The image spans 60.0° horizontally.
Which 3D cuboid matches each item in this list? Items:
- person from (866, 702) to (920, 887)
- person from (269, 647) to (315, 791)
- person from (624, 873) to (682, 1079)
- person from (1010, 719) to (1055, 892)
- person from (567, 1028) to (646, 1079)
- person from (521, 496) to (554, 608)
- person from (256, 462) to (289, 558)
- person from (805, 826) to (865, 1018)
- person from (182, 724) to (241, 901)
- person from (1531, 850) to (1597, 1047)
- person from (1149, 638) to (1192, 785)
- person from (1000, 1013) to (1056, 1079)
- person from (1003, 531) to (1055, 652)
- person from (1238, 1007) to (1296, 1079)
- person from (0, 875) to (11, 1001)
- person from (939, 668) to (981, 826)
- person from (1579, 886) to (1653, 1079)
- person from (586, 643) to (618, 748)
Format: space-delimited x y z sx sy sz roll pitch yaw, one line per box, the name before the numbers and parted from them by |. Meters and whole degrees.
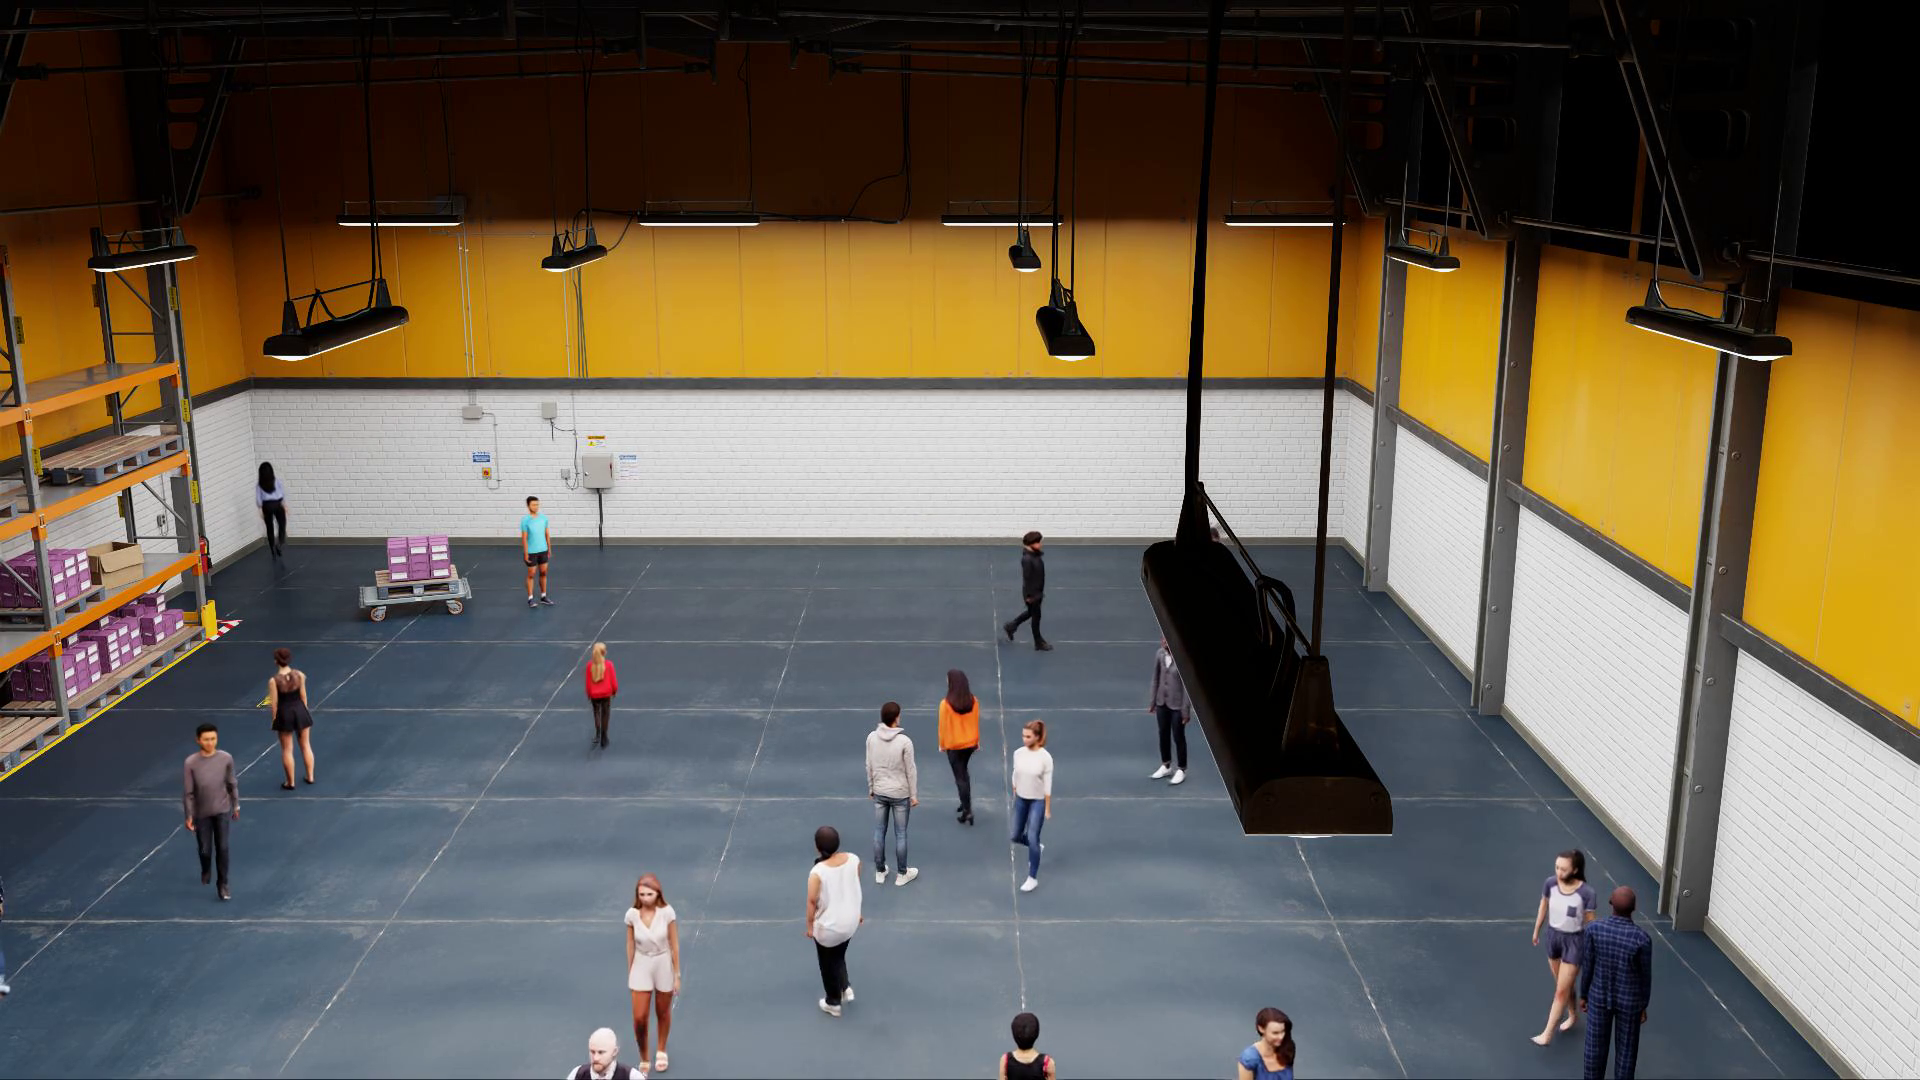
person | -0.691 2.502 16.459 0.735 1.846 0.682 4 14 17
person | -7.585 2.012 18.846 0.682 1.675 0.737 -12 18 -40
person | -2.408 3.385 13.163 0.624 1.681 0.725 -2 14 -8
person | 0.748 2.586 16.404 0.839 1.709 0.936 9 16 32
person | -2.227 3.937 10.584 0.686 1.821 0.635 0 14 0
person | -6.694 0.169 26.248 0.667 1.773 0.709 -12 18 -40
person | -12.013 -0.498 29.098 0.830 1.728 1.053 -4 14 -18
person | -1.030 3.203 13.919 0.780 1.678 0.830 -12 18 -40
person | -7.295 2.614 16.184 0.928 1.758 0.855 -1 14 -5
person | 5.018 3.303 13.633 0.989 1.619 0.995 -9 16 -34
person | 2.449 1.882 19.090 0.787 1.813 0.836 13 19 43
person | 0.445 3.947 11.187 0.729 1.519 1.091 4 14 14
person | 0.988 0.730 23.966 0.939 1.757 1.064 6 15 22
person | 1.937 3.882 10.966 1.008 1.749 1.248 -7 15 -28
person | -8.393 3.169 14.187 0.675 1.619 0.662 -5 14 -19
person | 0.053 2.238 17.790 0.754 1.733 0.805 -10 17 -36
person | 4.955 3.458 12.568 0.759 1.819 0.766 7 15 27
person | -4.374 1.893 20.205 0.527 1.266 0.711 -1 14 -3
